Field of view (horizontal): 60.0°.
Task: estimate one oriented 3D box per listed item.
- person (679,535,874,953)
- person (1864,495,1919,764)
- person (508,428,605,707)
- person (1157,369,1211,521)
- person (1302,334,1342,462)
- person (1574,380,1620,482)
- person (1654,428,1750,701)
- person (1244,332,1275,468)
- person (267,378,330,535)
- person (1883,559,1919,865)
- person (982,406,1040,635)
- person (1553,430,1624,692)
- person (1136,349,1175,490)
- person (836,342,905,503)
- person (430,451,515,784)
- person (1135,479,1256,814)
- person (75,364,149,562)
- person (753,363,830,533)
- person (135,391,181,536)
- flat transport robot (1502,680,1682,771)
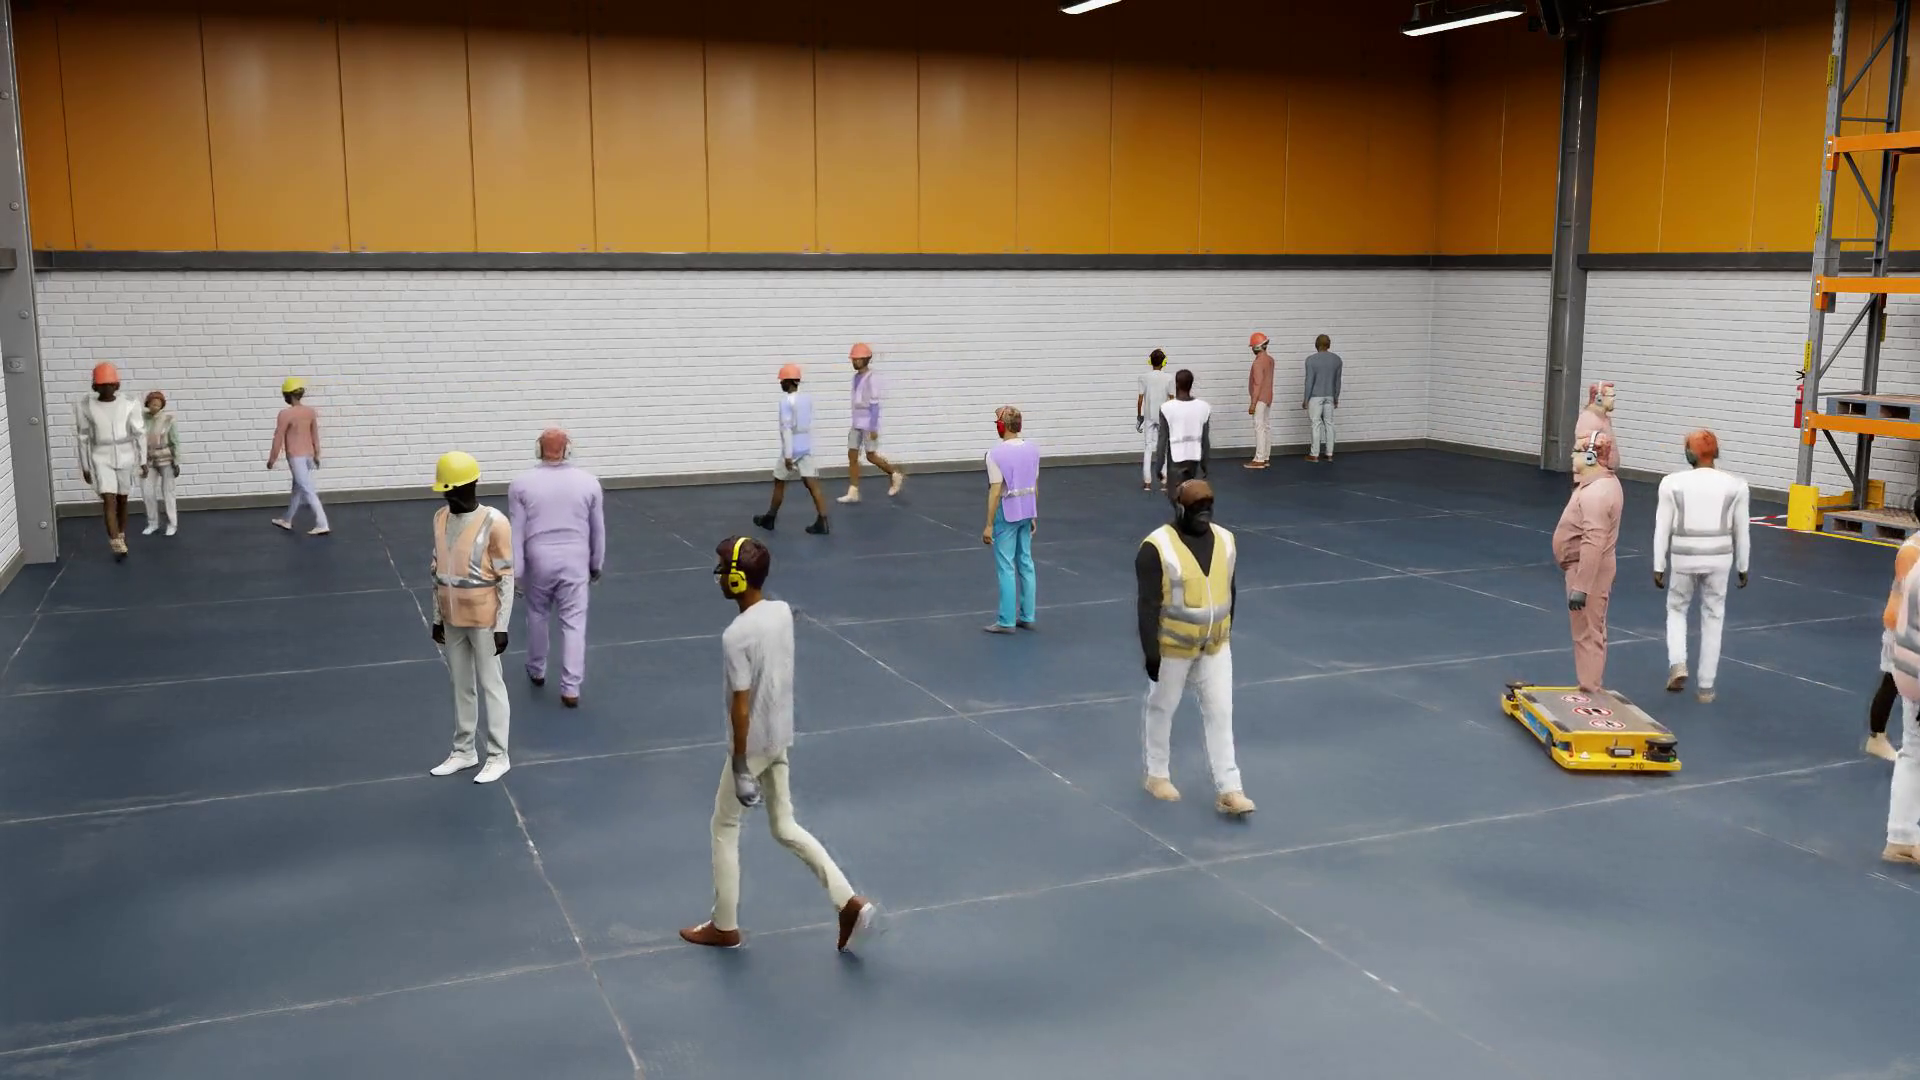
[{"bbox_3d":[-0.799,0.887,7.095,0.832,1.842,0.526,5,11,27],"label":"person"},{"bbox_3d":[5.686,0.525,9.755,0.552,1.670,0.627,-7,12,-36],"label":"person"},{"bbox_3d":[-2.780,0.159,11.426,0.659,1.856,0.966,-3,10,-18],"label":"person"},{"bbox_3d":[2.347,-0.831,17.338,0.596,1.896,0.827,-4,10,-21],"label":"person"},{"bbox_3d":[5.458,-2.141,25.123,0.638,1.938,0.356,-4,10,-21],"label":"person"},{"bbox_3d":[5.918,-0.533,15.486,0.403,1.905,0.649,4,10,22],"label":"person"},{"bbox_3d":[5.064,0.167,11.361,0.612,1.865,0.421,4,10,21],"label":"person"},{"bbox_3d":[4.394,-2.045,24.399,0.390,1.986,0.609,5,11,29],"label":"person"},{"bbox_3d":[-7.333,-0.914,18.343,0.887,1.718,0.536,3,10,17],"label":"person"},{"bbox_3d":[4.832,0.728,8.072,0.556,1.822,0.667,4,10,25],"label":"person"},{"bbox_3d":[0.425,-0.155,13.370,0.373,1.843,0.572,9,13,44],"label":"person"},{"bbox_3d":[4.044,0.242,10.780,0.407,1.910,0.639,5,10,26],"label":"person"},{"bbox_3d":[2.591,-1.587,21.977,0.533,1.868,0.310,2,10,10],"label":"person"},{"bbox_3d":[-1.131,-1.474,20.868,0.867,2.017,0.617,-7,11,-34],"label":"person"},{"bbox_3d":[-2.820,0.439,9.552,0.585,1.918,0.379,5,11,28],"label":"person"},{"bbox_3d":[1.280,0.584,8.990,0.649,1.810,0.882,-4,10,-22],"label":"person"},{"bbox_3d":[-8.543,-0.783,16.796,0.607,1.976,1.081,-7,11,-35],"label":"person"},{"bbox_3d":[-1.853,-1.015,18.461,1.022,1.884,0.563,6,11,31],"label":"person"},{"bbox_3d":[-8.724,-0.829,18.153,0.534,1.606,0.454,0,9,1],"label":"person"},{"bbox_3d":[3.884,1.135,10.315,0.652,0.197,1.431,1,9,3],"label":"flat transport robot"}]
